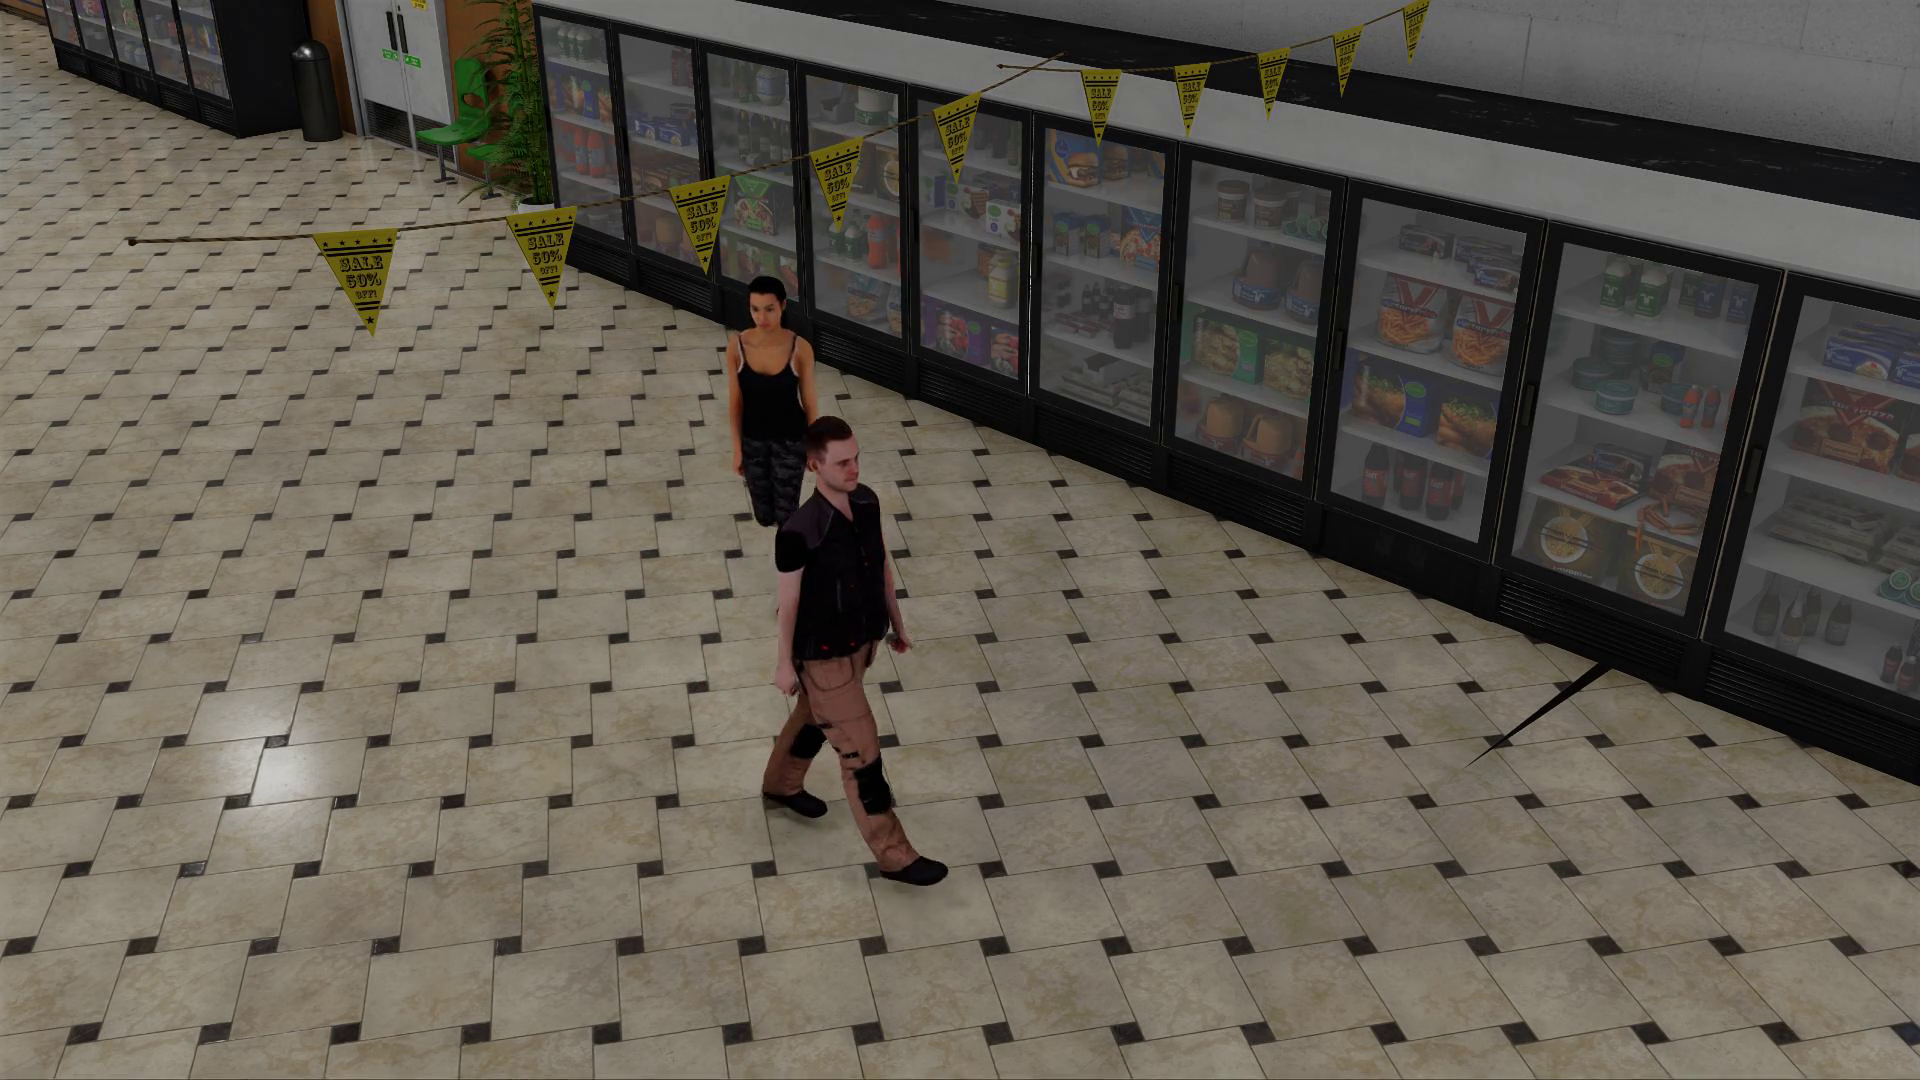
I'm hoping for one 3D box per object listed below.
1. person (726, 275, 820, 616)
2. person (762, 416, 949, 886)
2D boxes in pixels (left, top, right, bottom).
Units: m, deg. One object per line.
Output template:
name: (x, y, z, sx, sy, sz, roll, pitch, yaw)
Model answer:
person: (-0.871, -0.477, 7.992, 0.837, 1.705, 0.929, 1, 27, 2)
person: (-0.537, 0.380, 6.205, 0.931, 1.793, 1.187, 16, 31, 29)
